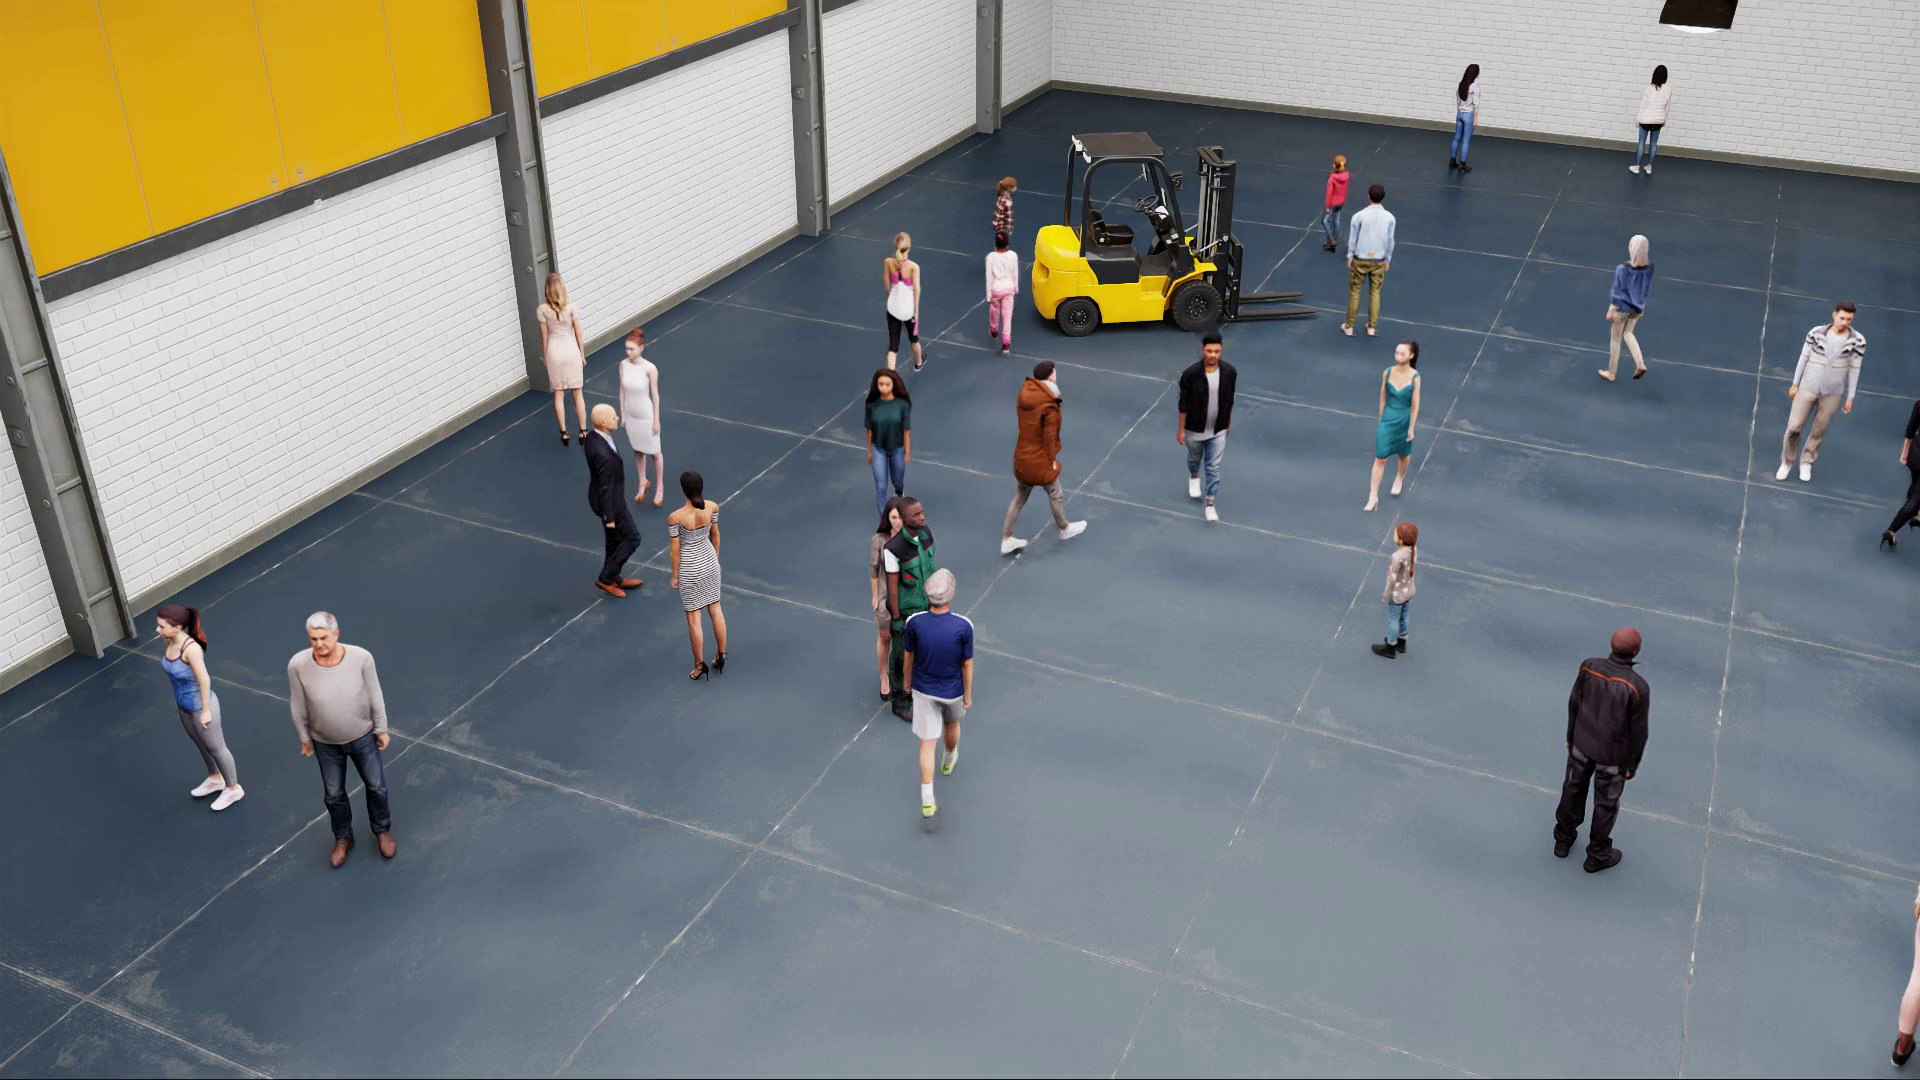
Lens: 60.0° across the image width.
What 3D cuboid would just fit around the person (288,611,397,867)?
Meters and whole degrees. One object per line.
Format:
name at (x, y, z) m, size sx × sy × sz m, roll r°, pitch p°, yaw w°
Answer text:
person at (-4.104, 1.285, 11.077) m, size 0.833 × 1.911 × 0.867 m, roll -7°, pitch 29°, yaw -12°

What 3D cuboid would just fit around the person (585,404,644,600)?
person at (-3.054, -0.314, 14.135) m, size 0.874 × 1.789 × 0.820 m, roll -11°, pitch 31°, yaw -20°

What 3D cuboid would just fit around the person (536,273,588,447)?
person at (-4.025, -1.824, 16.879) m, size 0.655 × 1.813 × 0.674 m, roll -4°, pitch 29°, yaw -7°

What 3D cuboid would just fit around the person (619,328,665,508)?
person at (-2.979, -1.141, 15.649) m, size 0.576 × 1.792 × 0.484 m, roll 12°, pitch 31°, yaw 21°

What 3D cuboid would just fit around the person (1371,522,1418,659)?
person at (3.566, 0.399, 13.451) m, size 0.483 × 1.193 × 0.589 m, roll -25°, pitch 37°, yaw -38°

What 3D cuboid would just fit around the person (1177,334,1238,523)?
person at (2.292, -1.132, 15.660) m, size 1.031 × 1.766 × 1.275 m, roll 0°, pitch 29°, yaw -1°

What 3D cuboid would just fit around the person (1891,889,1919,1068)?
person at (5.607, 2.298, 9.452) m, size 0.811 × 1.689 × 1.050 m, roll 22°, pitch 36°, yaw 35°

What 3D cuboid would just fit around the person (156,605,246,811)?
person at (-5.340, 1.152, 11.638) m, size 0.619 × 1.609 × 0.608 m, roll 22°, pitch 36°, yaw 35°

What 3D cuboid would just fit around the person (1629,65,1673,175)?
person at (10.647, -6.471, 25.584) m, size 0.691 × 1.635 × 0.678 m, roll 1°, pitch 29°, yaw 3°

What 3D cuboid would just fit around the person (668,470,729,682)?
person at (-2.037, 0.276, 13.019) m, size 0.616 × 1.823 × 0.733 m, roll -21°, pitch 35°, yaw -33°

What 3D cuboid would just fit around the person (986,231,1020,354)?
person at (0.501, -2.852, 19.187) m, size 0.906 × 1.407 × 1.073 m, roll -4°, pitch 29°, yaw -7°

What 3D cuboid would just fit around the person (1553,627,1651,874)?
person at (4.253, 1.365, 11.020) m, size 0.741 × 1.825 × 0.776 m, roll -23°, pitch 36°, yaw -36°

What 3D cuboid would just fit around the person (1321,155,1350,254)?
person at (5.063, -4.481, 22.278) m, size 0.627 × 1.309 × 0.691 m, roll -13°, pitch 31°, yaw -23°

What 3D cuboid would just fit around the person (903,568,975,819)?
person at (-0.159, 1.090, 11.550) m, size 0.949 × 1.800 × 1.261 m, roll 1°, pitch 29°, yaw 2°

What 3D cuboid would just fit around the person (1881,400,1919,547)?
person at (8.657, -0.675, 14.971) m, size 1.075 × 1.623 × 0.979 m, roll -13°, pitch 31°, yaw -22°

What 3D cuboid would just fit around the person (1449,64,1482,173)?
person at (7.815, -6.535, 25.704) m, size 0.708 × 1.633 × 0.676 m, roll -14°, pitch 31°, yaw -23°

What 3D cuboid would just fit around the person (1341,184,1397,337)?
person at (4.811, -3.288, 19.567) m, size 0.755 × 1.809 × 0.717 m, roll 1°, pitch 29°, yaw 1°

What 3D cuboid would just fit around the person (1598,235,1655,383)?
person at (7.376, -2.494, 18.238) m, size 0.873 × 1.688 × 0.931 m, roll -10°, pitch 30°, yaw -18°

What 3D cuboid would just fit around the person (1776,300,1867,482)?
person at (8.420, -1.500, 16.246) m, size 0.716 × 1.851 × 0.695 m, roll 14°, pitch 31°, yaw 23°

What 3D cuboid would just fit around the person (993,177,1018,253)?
person at (0.511, -4.076, 21.553) m, size 0.737 × 1.290 × 0.673 m, roll -10°, pitch 30°, yaw -17°

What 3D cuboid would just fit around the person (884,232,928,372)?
person at (-0.676, -2.419, 18.053) m, size 0.691 × 1.734 × 1.175 m, roll 9°, pitch 30°, yaw 16°

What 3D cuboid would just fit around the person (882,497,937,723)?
person at (-0.383, 0.495, 12.600) m, size 0.765 × 1.839 × 0.573 m, roll 16°, pitch 33°, yaw 27°

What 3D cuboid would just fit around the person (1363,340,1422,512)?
person at (4.174, -1.094, 15.724) m, size 0.663 × 1.638 × 1.046 m, roll 17°, pitch 33°, yaw 28°

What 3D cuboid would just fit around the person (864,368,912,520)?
person at (-0.653, -0.857, 15.331) m, size 0.796 × 1.598 × 1.008 m, roll 2°, pitch 29°, yaw 4°

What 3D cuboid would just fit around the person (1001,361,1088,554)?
person at (0.602, -0.673, 14.798) m, size 1.211 × 1.784 × 1.053 m, roll -16°, pitch 33°, yaw -27°
